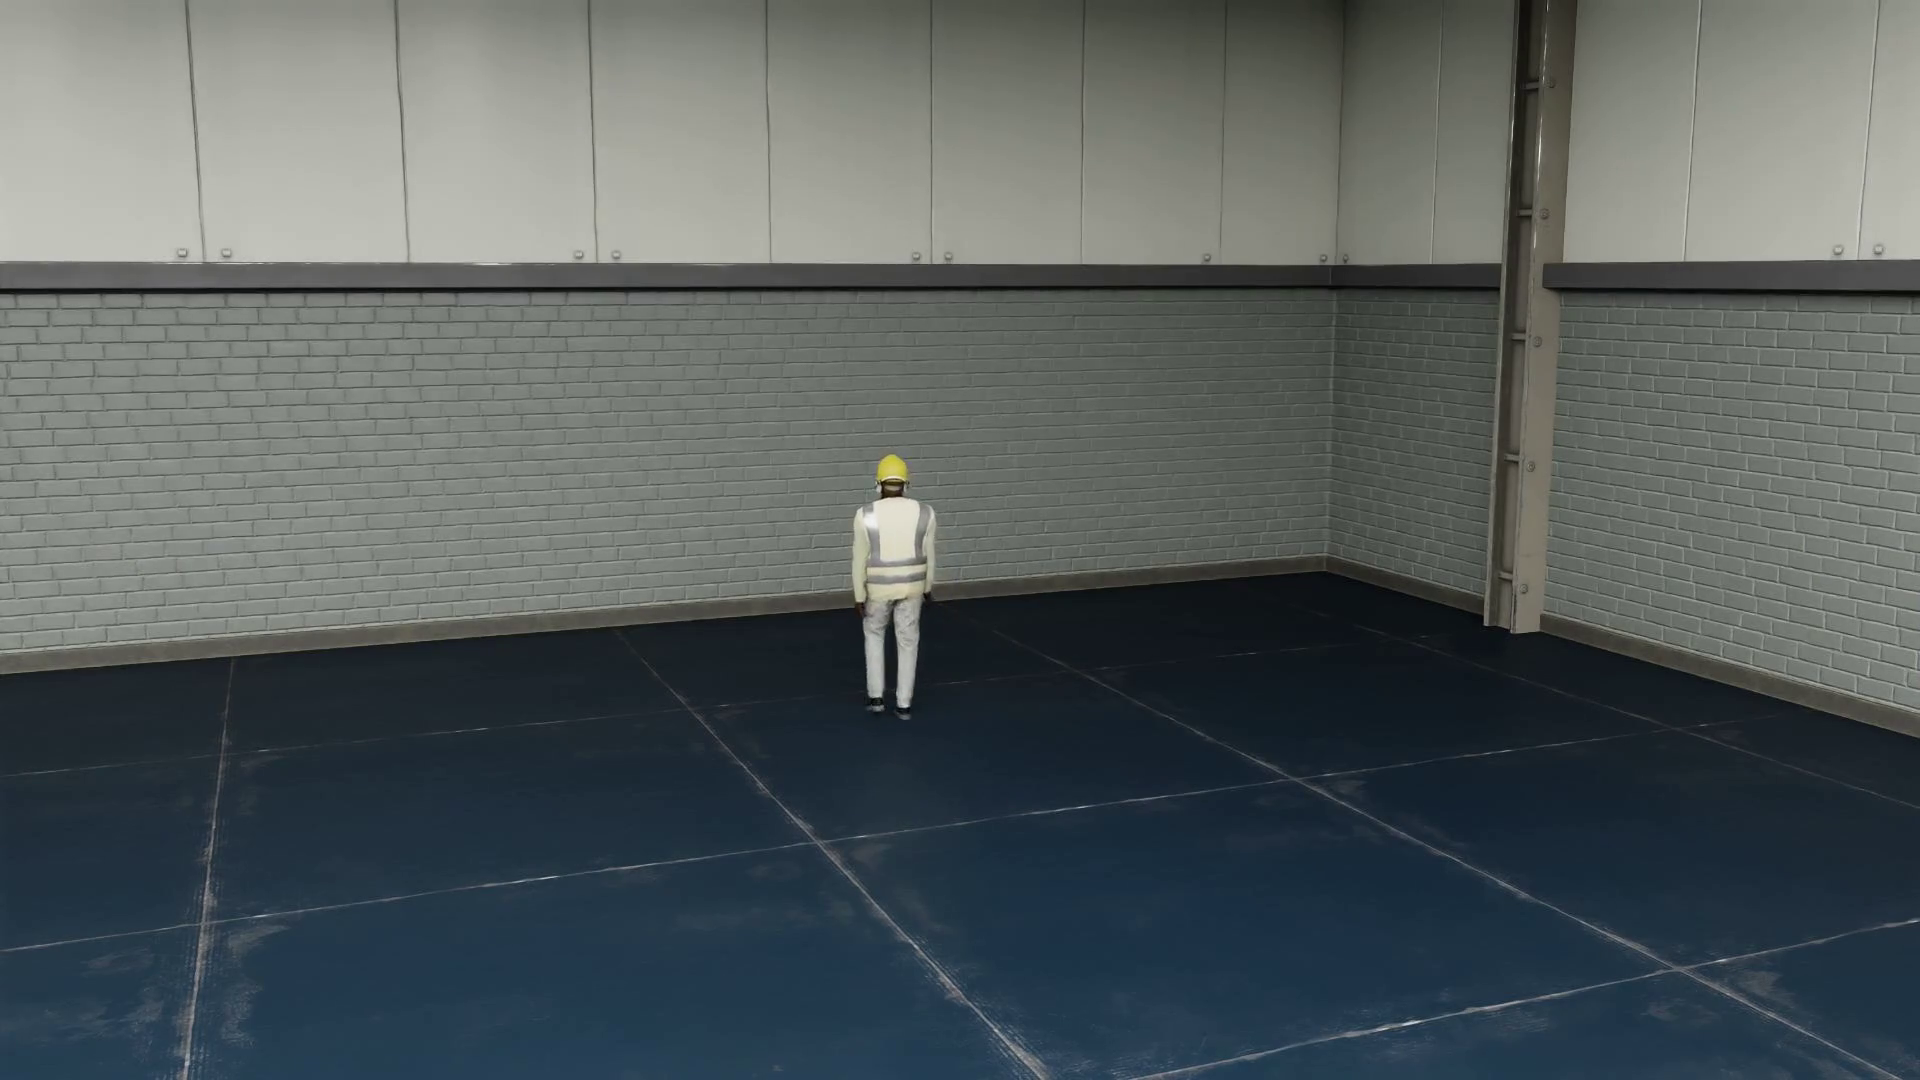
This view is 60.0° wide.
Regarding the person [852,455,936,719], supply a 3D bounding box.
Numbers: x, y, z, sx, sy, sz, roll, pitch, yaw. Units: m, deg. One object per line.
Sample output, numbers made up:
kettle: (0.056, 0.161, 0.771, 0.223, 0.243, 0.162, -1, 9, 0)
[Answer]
person: (-0.462, 0.316, 11.443, 0.606, 1.821, 0.517, -2, 9, -12)
